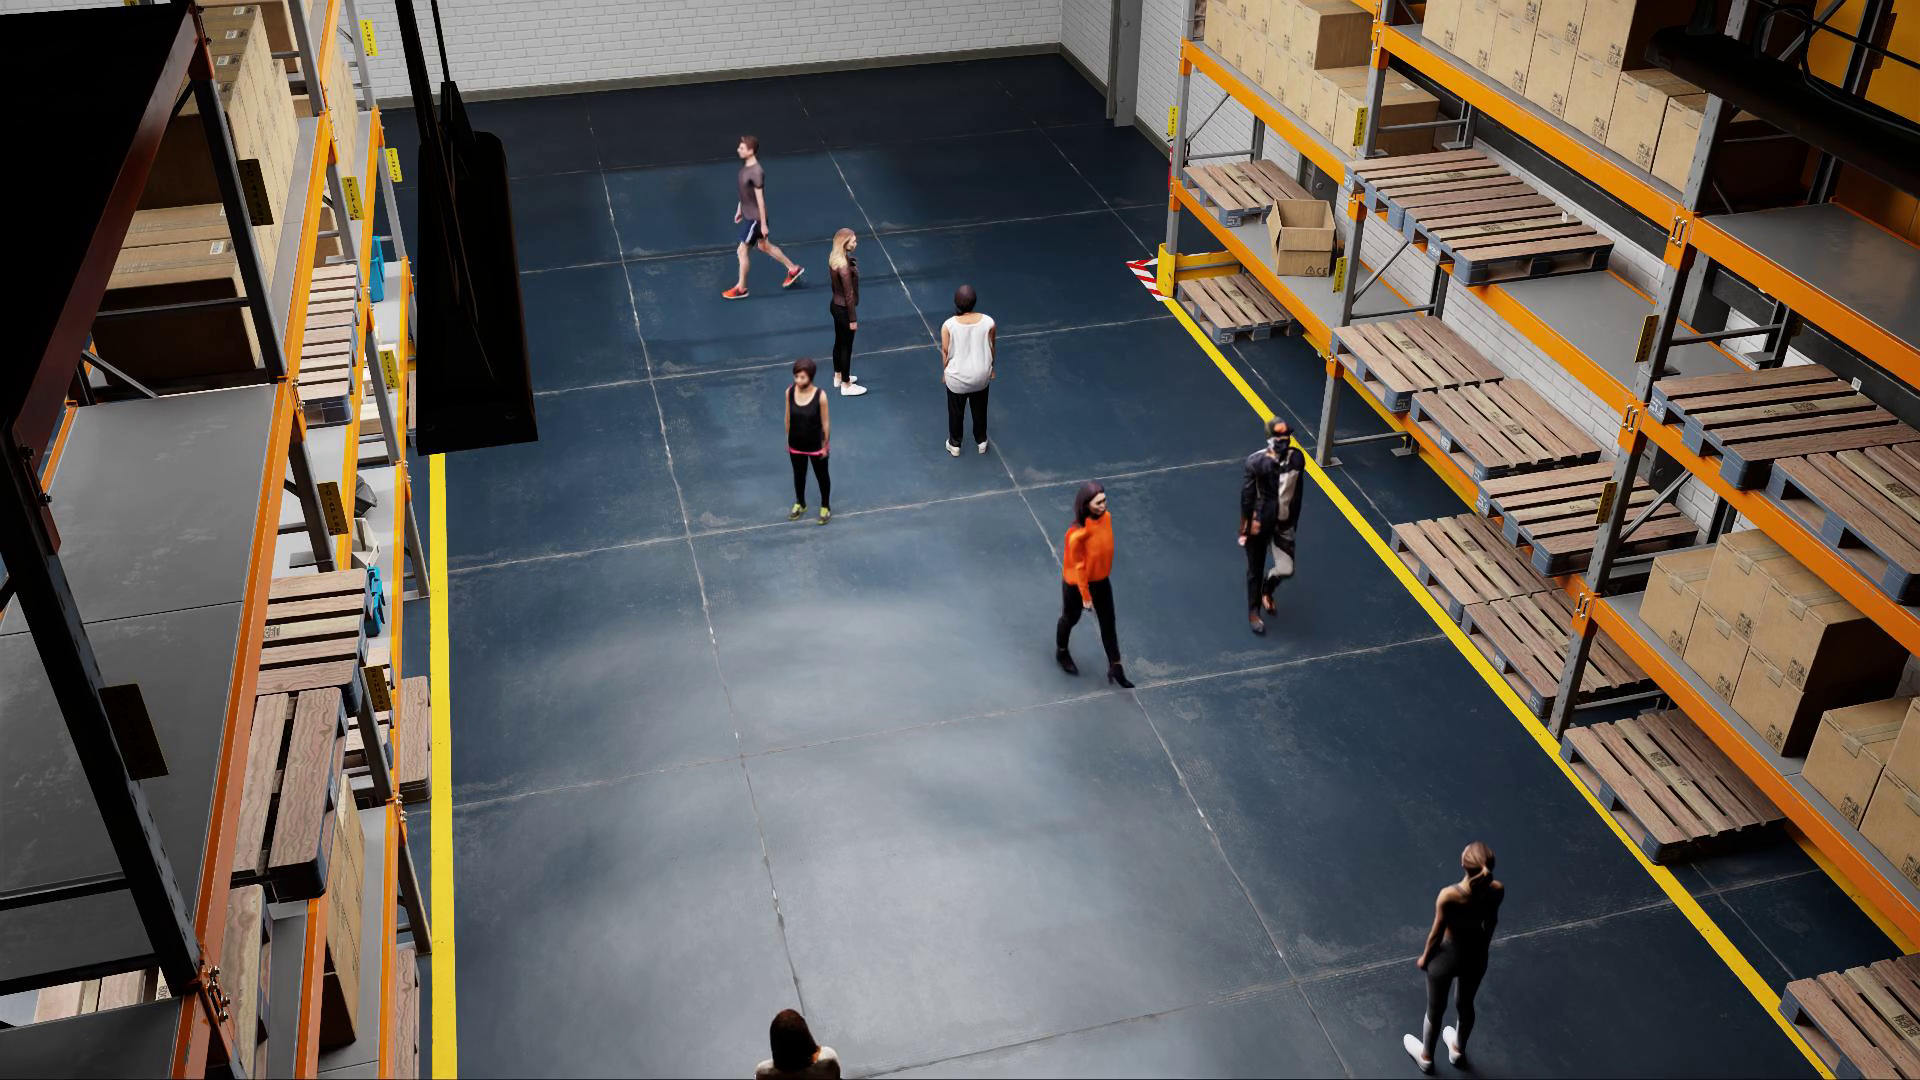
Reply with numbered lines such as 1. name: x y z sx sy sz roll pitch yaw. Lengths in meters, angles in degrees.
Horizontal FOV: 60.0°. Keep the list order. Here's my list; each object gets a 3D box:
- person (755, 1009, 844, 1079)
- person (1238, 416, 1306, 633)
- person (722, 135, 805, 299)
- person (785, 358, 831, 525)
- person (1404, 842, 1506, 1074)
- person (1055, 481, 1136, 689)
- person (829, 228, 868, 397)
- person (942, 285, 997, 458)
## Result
1. person: -0.777 3.028 8.386 0.664 1.665 0.984 -7 34 -10
2. person: 2.379 -0.167 12.997 0.706 1.880 0.692 -7 34 -10
3. person: -2.149 -3.518 18.097 0.713 1.816 1.115 -9 35 -14
4. person: -1.304 -0.871 14.353 0.620 1.553 0.642 9 35 13
5. person: 2.807 2.352 9.369 0.582 1.702 0.563 -5 34 -7
6. person: 0.871 0.296 12.444 0.893 1.721 1.065 -27 42 -34
7. person: -1.144 -2.240 16.275 0.681 1.705 0.462 -11 35 -17
8. person: 0.059 -1.566 15.276 0.665 1.688 0.608 -6 34 -9
